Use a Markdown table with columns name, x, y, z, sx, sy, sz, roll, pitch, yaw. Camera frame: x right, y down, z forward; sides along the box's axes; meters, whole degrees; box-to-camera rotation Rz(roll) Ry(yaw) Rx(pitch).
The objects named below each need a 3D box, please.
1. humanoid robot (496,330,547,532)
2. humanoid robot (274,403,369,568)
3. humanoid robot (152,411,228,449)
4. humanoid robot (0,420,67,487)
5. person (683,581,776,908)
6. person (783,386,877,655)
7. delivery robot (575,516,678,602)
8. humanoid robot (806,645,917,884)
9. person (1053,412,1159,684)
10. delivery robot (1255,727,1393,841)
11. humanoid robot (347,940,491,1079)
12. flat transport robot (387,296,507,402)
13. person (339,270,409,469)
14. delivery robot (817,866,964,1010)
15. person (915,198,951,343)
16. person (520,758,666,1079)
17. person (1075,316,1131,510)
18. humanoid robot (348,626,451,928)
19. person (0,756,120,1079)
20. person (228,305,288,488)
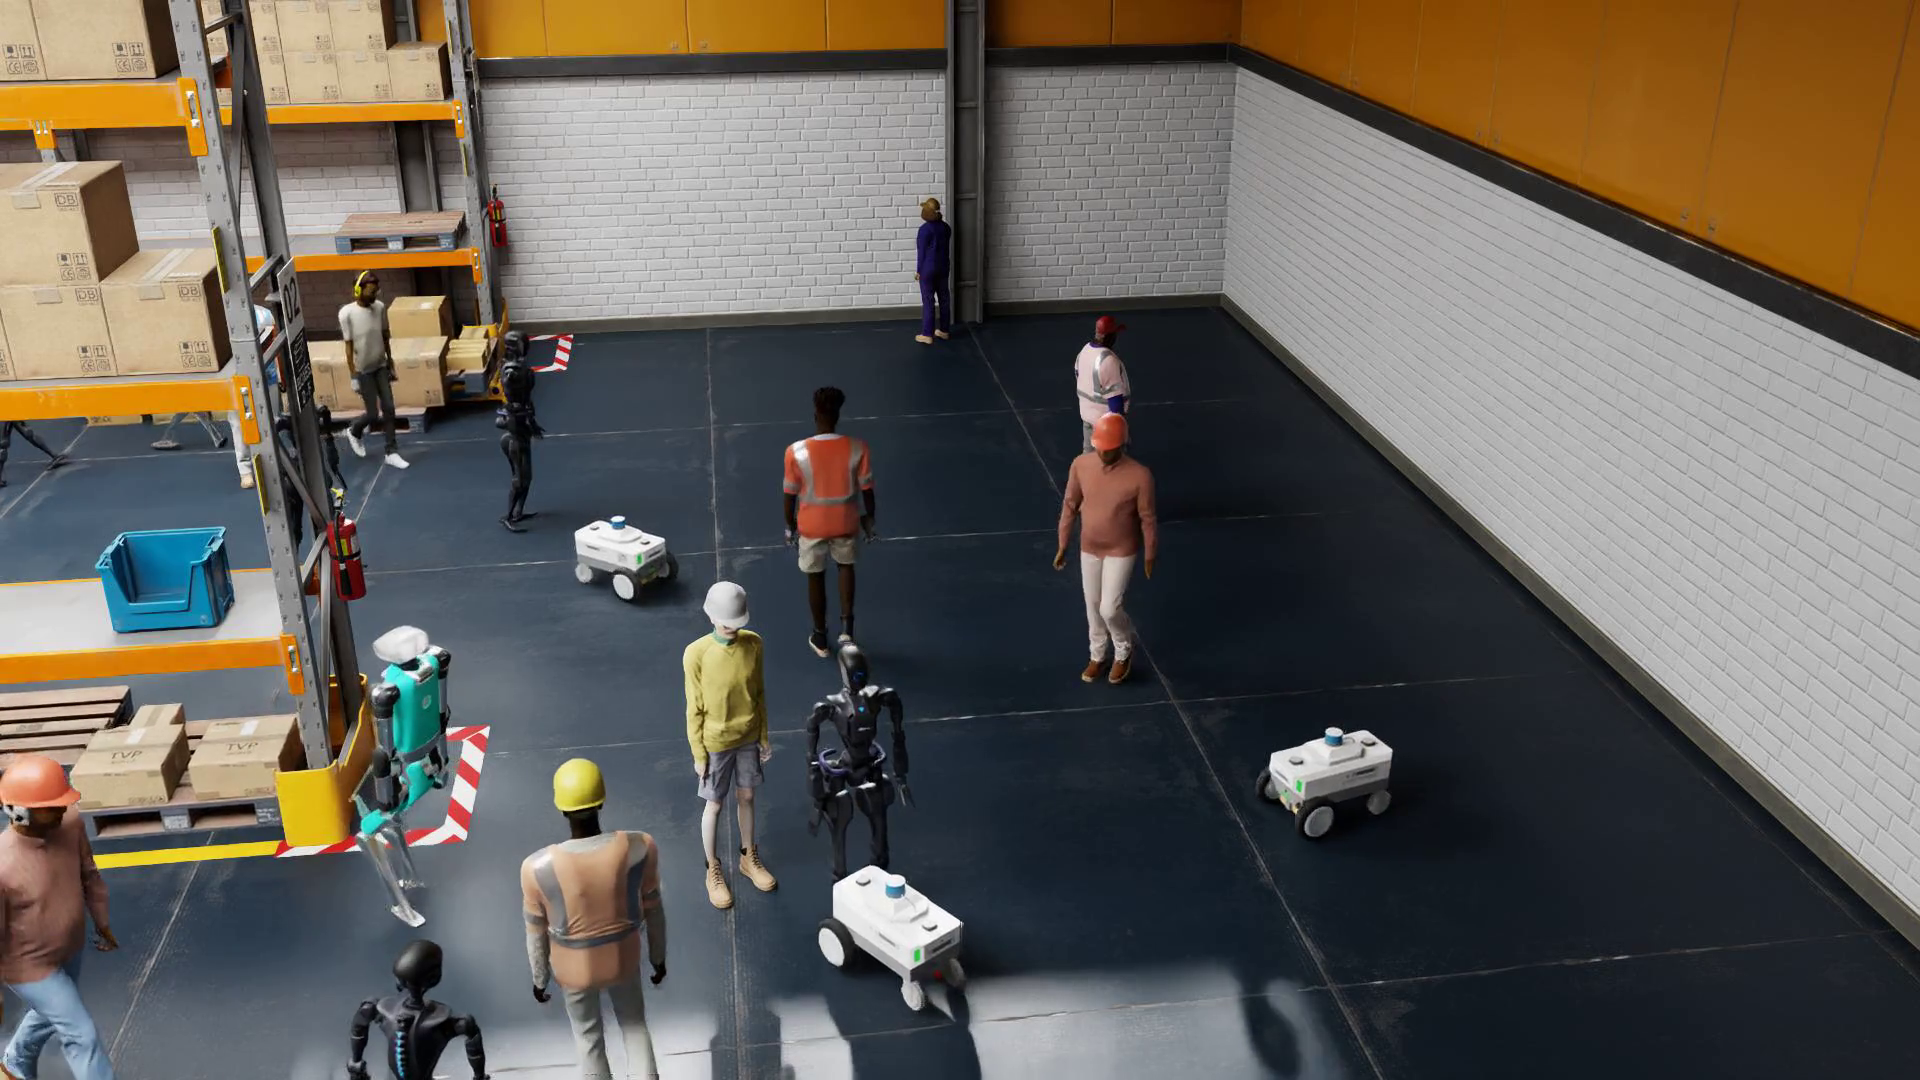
| name | x | y | z | sx | sy | sz | roll | pitch | yaw |
| --- | --- | --- | --- | --- | --- | --- | --- | --- | --- |
| humanoid robot | -3.659 | -0.920 | 13.749 | 0.359 | 1.645 | 0.601 | 1 | 24 | 3 |
| humanoid robot | -5.008 | -0.485 | 12.794 | 0.760 | 1.618 | 0.609 | 15 | 28 | 30 |
| humanoid robot | -7.235 | -1.613 | 15.321 | 0.896 | 1.839 | 0.562 | 1 | 24 | 3 |
| humanoid robot | -8.416 | -1.285 | 14.645 | 0.609 | 1.618 | 0.825 | 18 | 30 | 36 |
| person | -1.244 | 1.073 | 8.945 | 0.470 | 1.886 | 0.391 | -16 | 28 | -32 |
| person | -0.912 | -0.122 | 11.592 | 0.641 | 1.942 | 0.436 | -5 | 24 | -11 |
| delivery robot | -2.597 | 0.108 | 12.783 | 0.777 | 0.585 | 0.499 | 14 | 27 | 29 |
| humanoid robot | -0.512 | 1.299 | 8.677 | 0.597 | 1.657 | 0.354 | -11 | 26 | -23 |
| person | 0.978 | 0.066 | 11.126 | 0.635 | 1.972 | 0.464 | 15 | 28 | 31 |
| delivery robot | 2.168 | 1.401 | 9.854 | 0.774 | 0.599 | 0.499 | -10 | 26 | -22 |
| humanoid robot | -2.108 | 2.257 | 6.529 | 0.620 | 1.631 | 0.696 | 3 | 24 | 7 |
| flat transport robot | -5.157 | -1.572 | 16.979 | 1.431 | 0.231 | 0.659 | -3 | 24 | -7 |
| person | -5.339 | -1.538 | 14.945 | 0.590 | 1.840 | 0.554 | 15 | 28 | 30 |
| delivery robot | -0.344 | 1.991 | 8.529 | 0.499 | 0.613 | 0.807 | -21 | 31 | -39 |
| person | -0.307 | -3.015 | 18.576 | 0.451 | 1.624 | 0.330 | -20 | 31 | -38 |
| person | -1.557 | 1.827 | 7.197 | 0.587 | 1.909 | 0.501 | -10 | 26 | -22 |
| person | 1.206 | -1.014 | 13.859 | 0.420 | 1.754 | 0.601 | -11 | 26 | -24 |
| humanoid robot | -3.043 | 1.244 | 8.769 | 0.820 | 1.800 | 0.548 | 9 | 25 | 20 |
| person | -4.029 | 1.789 | 7.256 | 1.015 | 1.939 | 0.663 | 4 | 24 | 8 |
| person | -6.224 | -1.376 | 14.574 | 0.635 | 1.841 | 0.429 | -15 | 28 | -31 |
